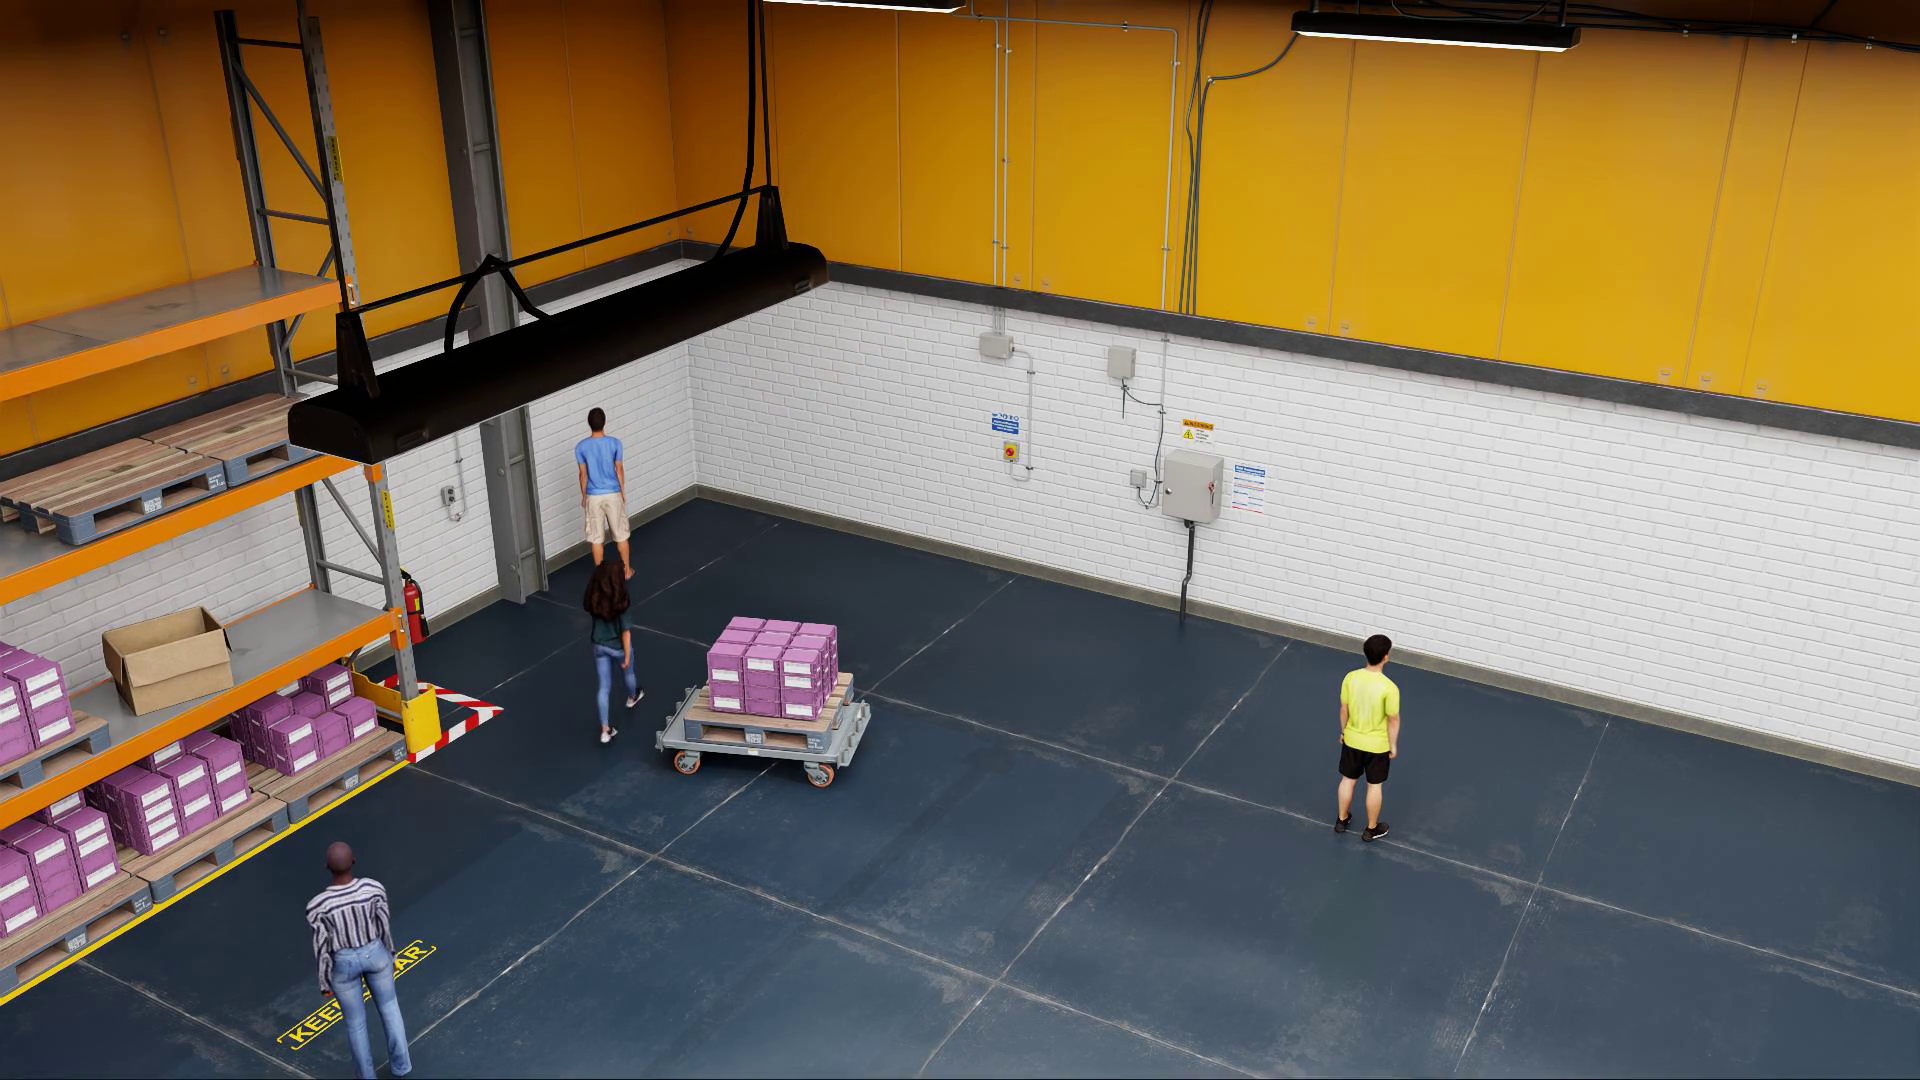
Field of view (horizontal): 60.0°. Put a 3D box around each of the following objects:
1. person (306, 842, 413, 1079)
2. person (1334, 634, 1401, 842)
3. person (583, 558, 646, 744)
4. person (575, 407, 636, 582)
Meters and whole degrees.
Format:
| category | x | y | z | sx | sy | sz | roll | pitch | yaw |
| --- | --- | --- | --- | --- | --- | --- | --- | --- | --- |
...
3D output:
| category | x | y | z | sx | sy | sz | roll | pitch | yaw |
| --- | --- | --- | --- | --- | --- | --- | --- | --- | --- |
| person | -3.644 | 2.606 | 10.114 | 0.618 | 1.796 | 0.756 | -15 | 28 | -31 |
| person | 3.122 | 1.508 | 12.733 | 0.636 | 1.709 | 0.560 | 16 | 28 | 33 |
| person | -3.005 | 0.964 | 14.159 | 0.810 | 1.563 | 1.163 | 5 | 24 | 12 |
| person | -3.646 | -0.454 | 17.031 | 0.736 | 1.862 | 0.794 | -6 | 24 | -13 |
